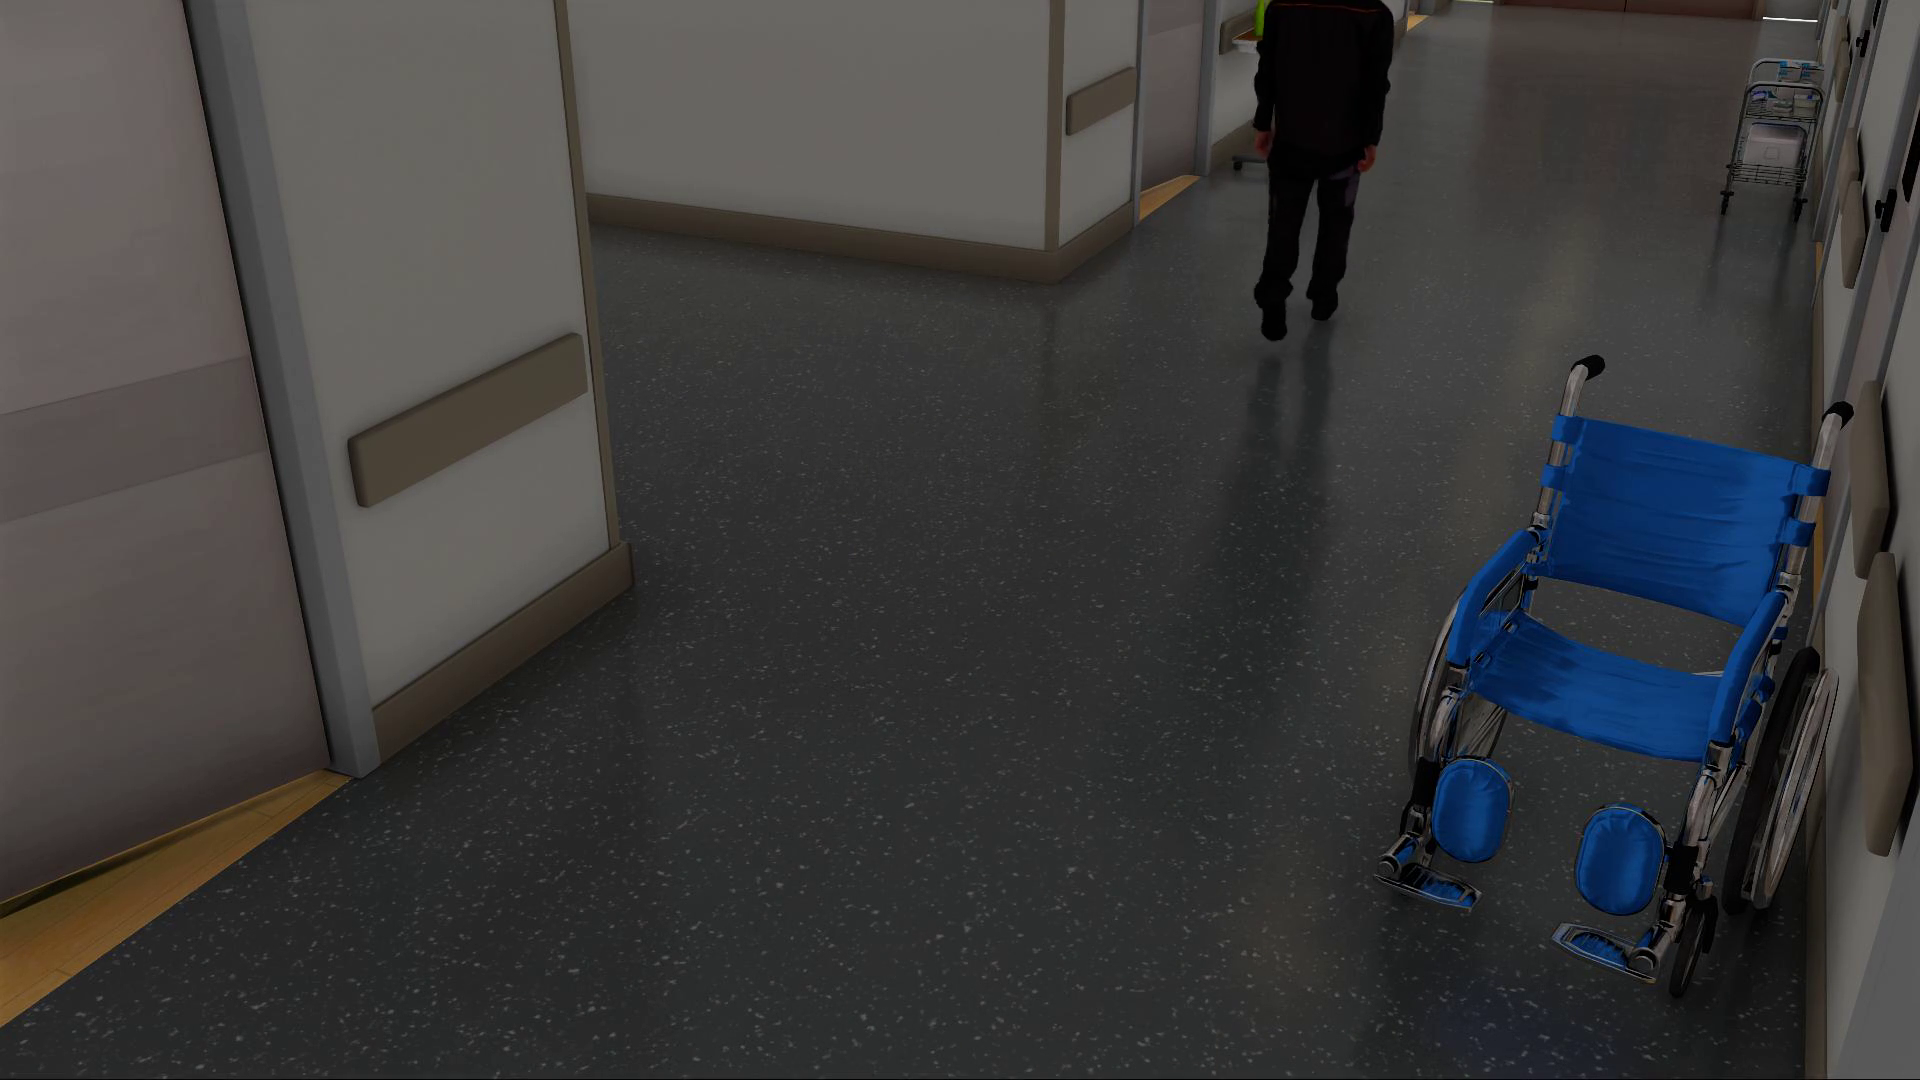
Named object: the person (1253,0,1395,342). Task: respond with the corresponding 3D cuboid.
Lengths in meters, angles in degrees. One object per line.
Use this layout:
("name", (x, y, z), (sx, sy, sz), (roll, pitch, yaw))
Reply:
("person", (1.547, -1.767, 7.252), (0.781, 1.835, 1.094), (10, 28, 20))
